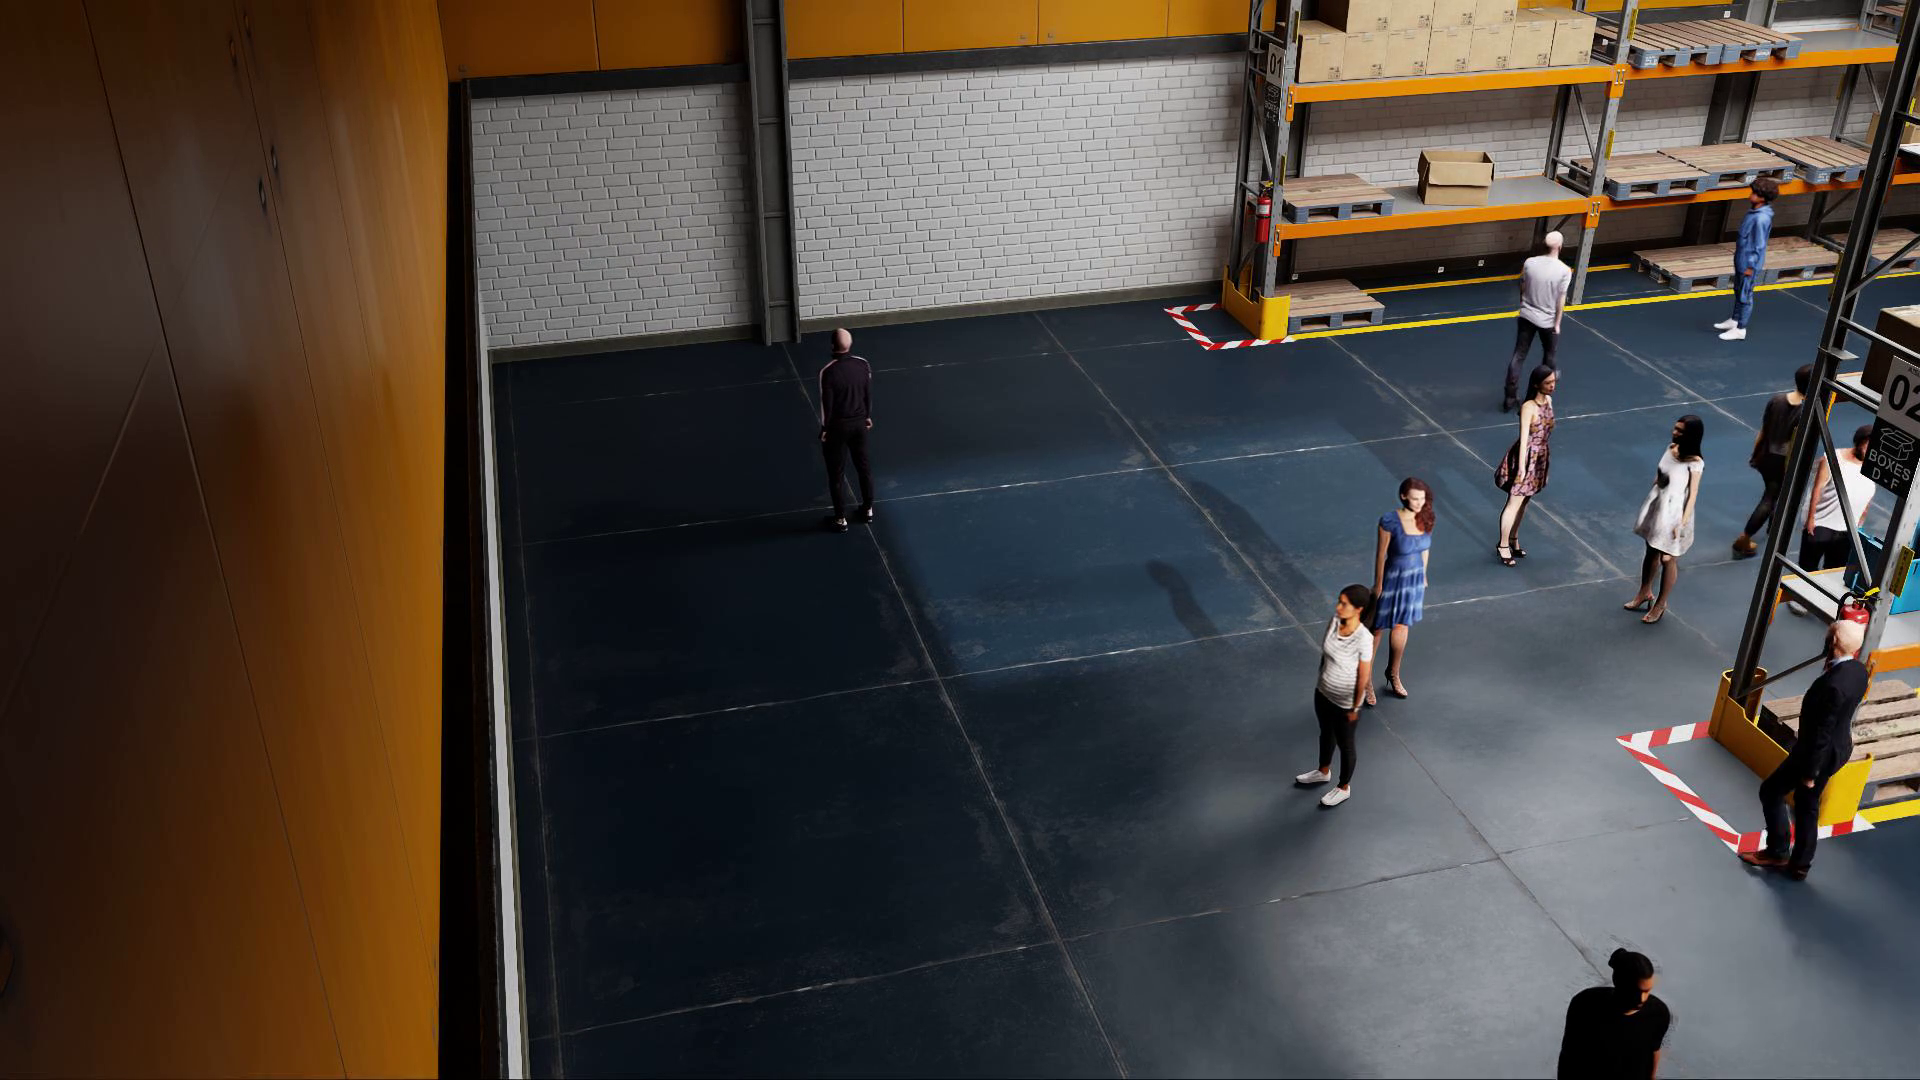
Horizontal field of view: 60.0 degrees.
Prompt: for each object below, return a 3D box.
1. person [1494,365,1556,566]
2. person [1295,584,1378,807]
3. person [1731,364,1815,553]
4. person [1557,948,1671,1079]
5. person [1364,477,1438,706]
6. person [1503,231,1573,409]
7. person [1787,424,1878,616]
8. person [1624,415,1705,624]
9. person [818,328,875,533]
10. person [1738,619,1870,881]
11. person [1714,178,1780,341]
[{"bbox_3d":[4.753,-0.632,13.919,0.856,1.774,0.777,24,37,37],"label":"person"},{"bbox_3d":[2.534,1.007,11.047,0.568,1.646,0.600,-12,31,-21],"label":"person"},{"bbox_3d":[6.899,-0.654,14.069,1.131,1.670,0.779,-14,32,-24],"label":"person"},{"bbox_3d":[3.053,2.636,7.947,0.589,1.757,0.742,2,29,3],"label":"person"},{"bbox_3d":[3.181,0.362,12.064,0.554,1.805,0.754,-11,31,-20],"label":"person"},{"bbox_3d":[5.766,-2.172,16.734,1.098,1.783,1.287,24,37,36],"label":"person"},{"bbox_3d":[6.930,-0.173,13.180,0.640,1.676,0.782,-1,29,-3],"label":"person"},{"bbox_3d":[5.571,-0.172,13.076,0.633,1.774,0.646,-6,29,-11],"label":"person"},{"bbox_3d":[-0.991,-0.963,14.463,0.649,1.835,0.816,-19,34,-31],"label":"person"},{"bbox_3d":[5.387,1.355,10.279,0.883,1.772,0.778,23,36,35],"label":"person"},{"bbox_3d":[8.759,-3.124,18.452,0.737,1.808,0.757,7,29,12],"label":"person"}]
